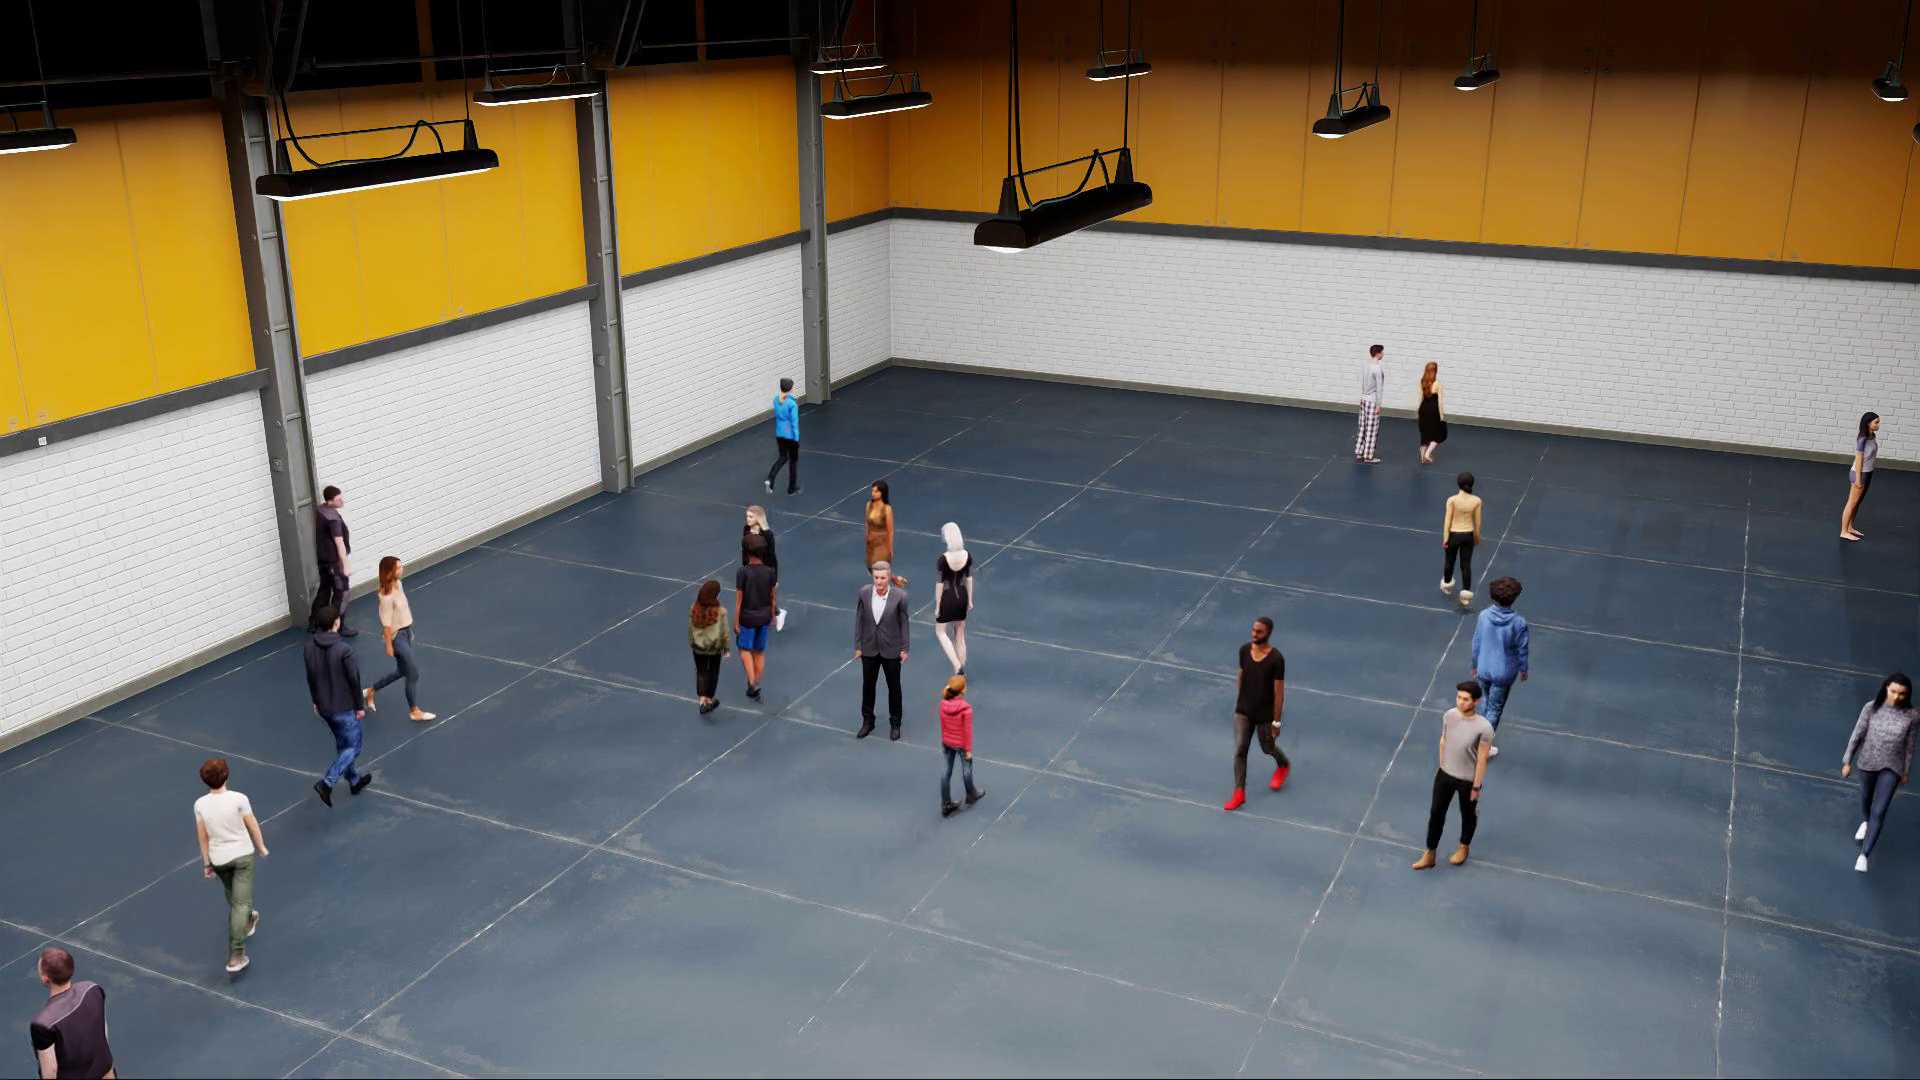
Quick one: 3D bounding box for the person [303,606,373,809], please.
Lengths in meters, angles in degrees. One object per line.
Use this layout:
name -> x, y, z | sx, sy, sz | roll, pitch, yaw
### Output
person -> -5.647, 1.529, 14.980 | 0.779, 1.873, 1.086 | 5, 19, 15

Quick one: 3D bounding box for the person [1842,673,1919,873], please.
person -> 7.839, 1.914, 14.154 | 0.817, 1.669, 1.271 | 14, 23, 35

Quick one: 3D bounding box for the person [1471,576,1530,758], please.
person -> 5.105, 1.254, 15.930 | 0.904, 1.787, 0.831 | -16, 24, -39

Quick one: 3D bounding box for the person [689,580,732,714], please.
person -> -2.550, 1.116, 16.872 | 0.717, 1.447, 0.777 | 0, 19, -1

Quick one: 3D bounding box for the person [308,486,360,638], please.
person -> -7.159, 0.246, 18.880 | 0.987, 1.815, 0.996 | 16, 25, 40

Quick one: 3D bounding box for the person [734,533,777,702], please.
person -> -2.085, 0.842, 17.183 | 0.897, 1.768, 0.950 | -10, 21, -27

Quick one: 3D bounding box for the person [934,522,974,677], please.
person -> -0.028, 0.725, 17.458 | 0.799, 1.814, 0.856 | -11, 22, -30

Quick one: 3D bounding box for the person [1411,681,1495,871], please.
person -> 4.261, 1.951, 13.993 | 1.011, 1.702, 0.823 | -17, 25, -42

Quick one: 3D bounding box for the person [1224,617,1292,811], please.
person -> 2.760, 1.539, 15.101 | 0.897, 1.777, 1.221 | 16, 25, 40

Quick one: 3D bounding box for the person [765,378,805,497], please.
person -> -2.564, -1.450, 23.977 | 0.793, 1.777, 1.020 | 16, 24, 39

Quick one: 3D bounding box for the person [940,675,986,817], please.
person -> -0.076, 1.859, 14.897 | 0.608, 1.301, 0.780 | 13, 22, 33

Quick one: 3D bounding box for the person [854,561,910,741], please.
person -> -0.775, 1.061, 16.427 | 0.779, 1.836, 0.700 | 3, 19, 10

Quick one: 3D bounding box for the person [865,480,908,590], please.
person -> -0.891, 0.081, 19.598 | 0.962, 1.670, 0.769 | -17, 25, -42

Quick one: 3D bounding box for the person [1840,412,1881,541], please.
person -> 12.106, -0.877, 22.343 | 0.704, 1.734, 0.553 | 17, 25, 41

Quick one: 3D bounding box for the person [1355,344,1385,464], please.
person -> 6.402, -2.142, 25.920 | 0.763, 1.847, 0.693 | -6, 19, -16

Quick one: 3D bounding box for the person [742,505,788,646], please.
person -> -2.174, 0.387, 18.698 | 0.744, 1.664, 0.979 | 11, 22, 30

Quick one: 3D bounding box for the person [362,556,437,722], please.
person -> -5.726, 1.000, 16.705 | 0.929, 1.775, 1.007 | 0, 19, -1

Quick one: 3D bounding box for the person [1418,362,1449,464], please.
person -> 7.210, -1.943, 25.691 | 0.756, 1.617, 0.711 | -13, 23, -34

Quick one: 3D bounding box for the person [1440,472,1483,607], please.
person -> 6.010, 0.017, 19.863 | 0.827, 1.622, 1.144 | 3, 19, 8

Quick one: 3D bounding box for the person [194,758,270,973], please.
person -> -5.516, 2.470, 12.586 | 0.969, 1.617, 1.182 | -3, 19, -7

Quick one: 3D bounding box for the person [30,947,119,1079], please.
person -> -5.250, 3.240, 9.949 | 0.779, 1.841, 0.580 | 5, 19, 15
